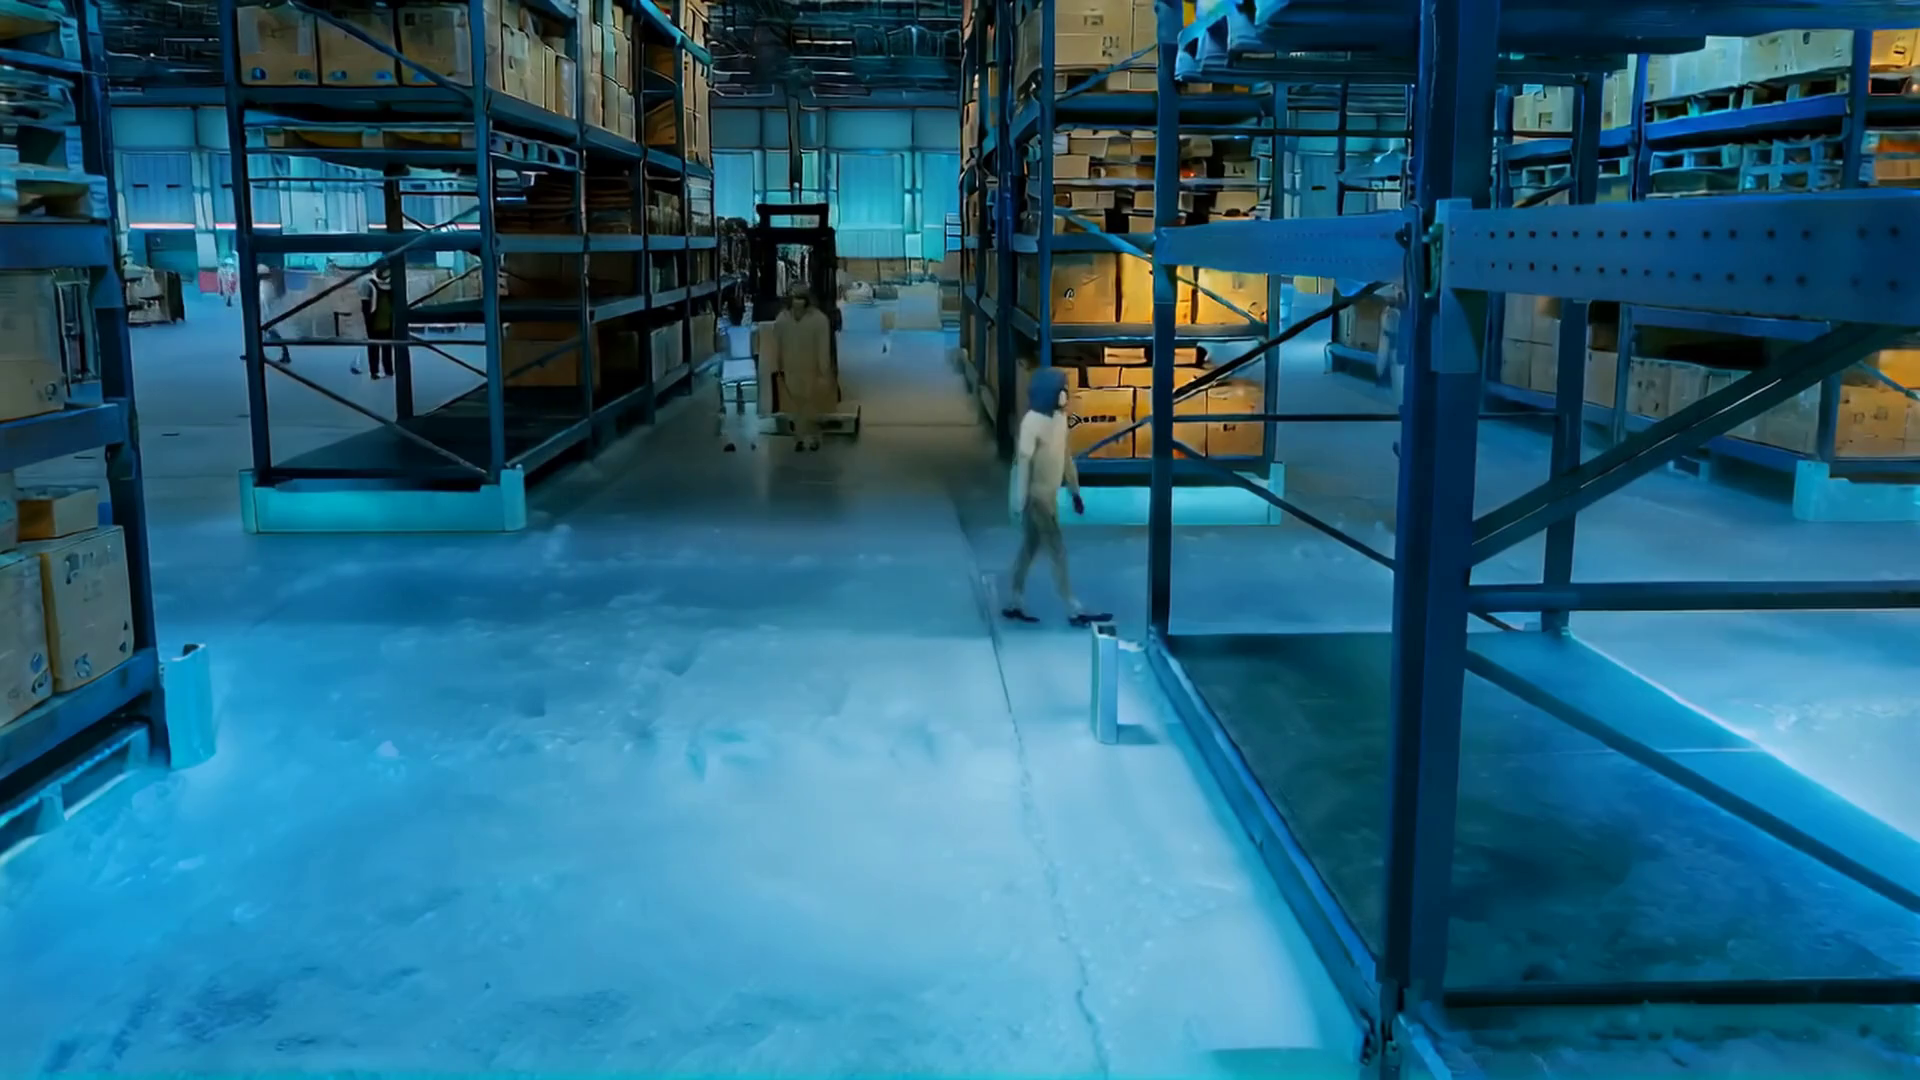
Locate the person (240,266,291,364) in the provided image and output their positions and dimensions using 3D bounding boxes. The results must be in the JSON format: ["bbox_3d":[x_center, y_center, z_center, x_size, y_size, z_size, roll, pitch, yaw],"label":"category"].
[{"bbox_3d":[-13.379,-4.318,31.959,1.012,1.873,0.547,1,10,7],"label":"person"}]

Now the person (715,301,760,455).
[{"bbox_3d":[-2.457,-1.791,18.390,0.530,1.698,0.321,-6,12,-29],"label":"person"}]

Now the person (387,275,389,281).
[{"bbox_3d":[-18.897,-8.250,54.310,0.661,1.720,0.493,6,12,31],"label":"person"}]

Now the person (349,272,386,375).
[{"bbox_3d":[-10.340,-3.799,29.211,0.867,1.840,0.526,3,11,15],"label":"person"}]

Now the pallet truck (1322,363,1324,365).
[{"bbox_3d":[7.712,-4.157,30.737,1.885,1.965,0.823,3,11,16],"label":"pallet truck"}]

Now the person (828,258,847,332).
[{"bbox_3d":[-3.317,-6.418,43.571,0.653,1.913,0.911,-7,13,-36],"label":"person"}]

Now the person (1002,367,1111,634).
[{"bbox_3d":[0.579,-0.235,10.001,0.829,1.592,0.543,5,11,26],"label":"person"}]

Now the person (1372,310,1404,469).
[{"bbox_3d":[4.660,-1.741,17.314,0.631,1.982,1.053,0,10,-1],"label":"person"}]

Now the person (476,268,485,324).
[{"bbox_3d":[-13.434,-7.097,47.310,0.588,1.928,0.383,-4,11,-19],"label":"person"}]

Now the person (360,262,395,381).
[{"bbox_3d":[-9.791,-3.737,28.277,0.536,2.000,0.682,6,12,29],"label":"person"}]

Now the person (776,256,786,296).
[{"bbox_3d":[-5.693,-7.848,51.517,0.671,1.933,0.383,5,12,28],"label":"person"}]

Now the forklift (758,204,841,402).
[{"bbox_3d":[-2.180,-3.047,22.093,1.129,2.768,1.873,0,10,-2],"label":"forklift"}]

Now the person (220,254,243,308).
[{"bbox_3d":[-25.688,-9.113,58.612,0.892,1.904,0.640,8,13,38],"label":"person"}]

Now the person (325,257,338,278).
[{"bbox_3d":[-21.905,-8.990,58.169,0.720,1.818,0.629,0,10,0],"label":"person"}]

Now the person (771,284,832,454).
[{"bbox_3d":[-1.781,-1.897,18.508,0.653,1.876,0.738,2,10,11],"label":"person"}]

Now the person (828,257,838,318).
[{"bbox_3d":[-4.099,-7.814,51.478,0.993,1.863,0.609,9,14,42],"label":"person"}]
